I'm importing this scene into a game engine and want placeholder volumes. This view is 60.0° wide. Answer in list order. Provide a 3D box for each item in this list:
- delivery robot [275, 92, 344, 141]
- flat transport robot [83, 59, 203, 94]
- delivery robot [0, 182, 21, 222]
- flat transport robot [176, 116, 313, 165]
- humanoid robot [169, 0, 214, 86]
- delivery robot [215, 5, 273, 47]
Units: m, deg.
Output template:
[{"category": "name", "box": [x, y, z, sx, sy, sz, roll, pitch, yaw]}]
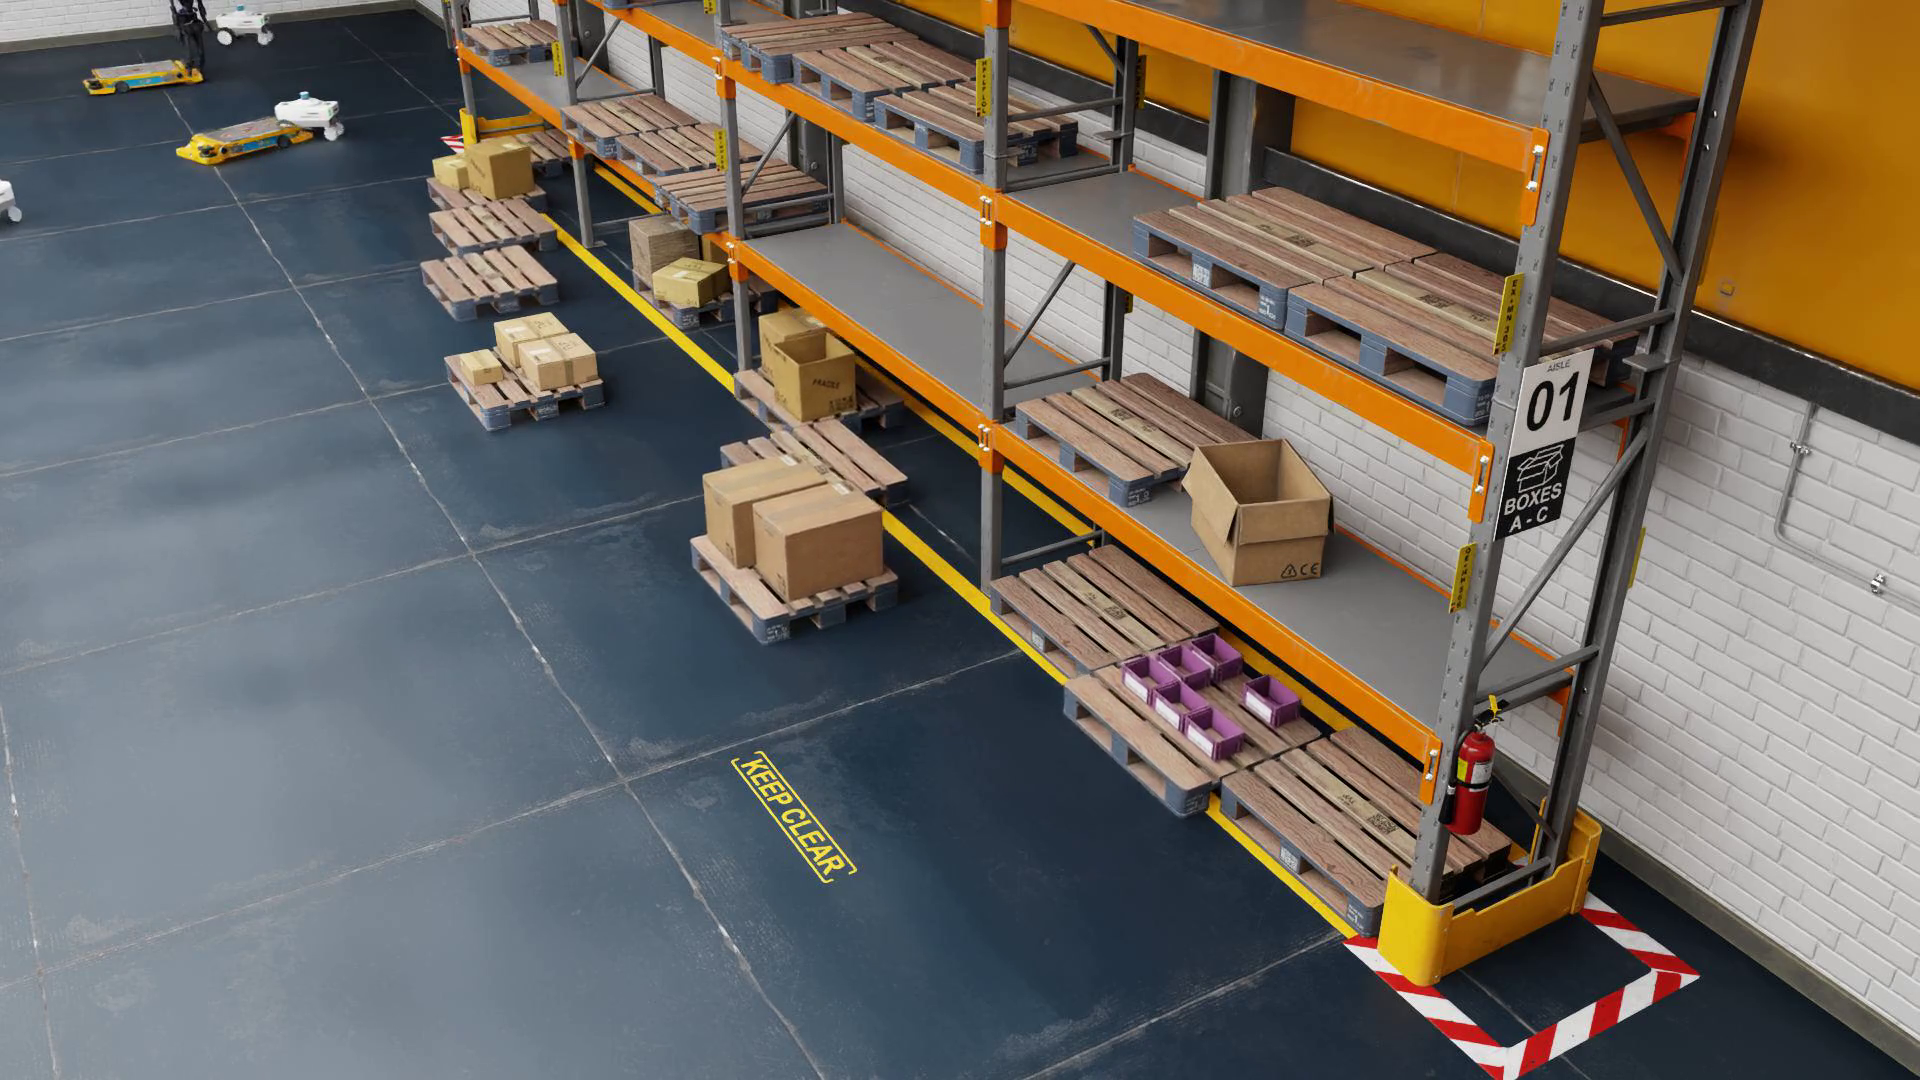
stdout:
[{"category": "delivery robot", "box": [-8.074, -5.240, 20.589, 0.793, 0.590, 0.499, -1, 30, -1]}, {"category": "flat transport robot", "box": [-11.252, -6.369, 22.876, 1.431, 0.231, 0.659, -18, 34, -28]}, {"category": "delivery robot", "box": [-10.365, -3.547, 17.594, 0.499, 0.586, 0.765, 7, 30, 12]}, {"category": "flat transport robot", "box": [-8.689, -4.860, 20.212, 0.659, 0.231, 1.431, 21, 36, 32]}, {"category": "humanoid robot", "box": [-10.492, -7.060, 22.674, 0.348, 1.642, 0.603, 11, 31, 19]}, {"category": "delivery robot", "box": [-10.787, -7.726, 24.993, 0.794, 0.606, 0.499, -2, 30, -4]}]
